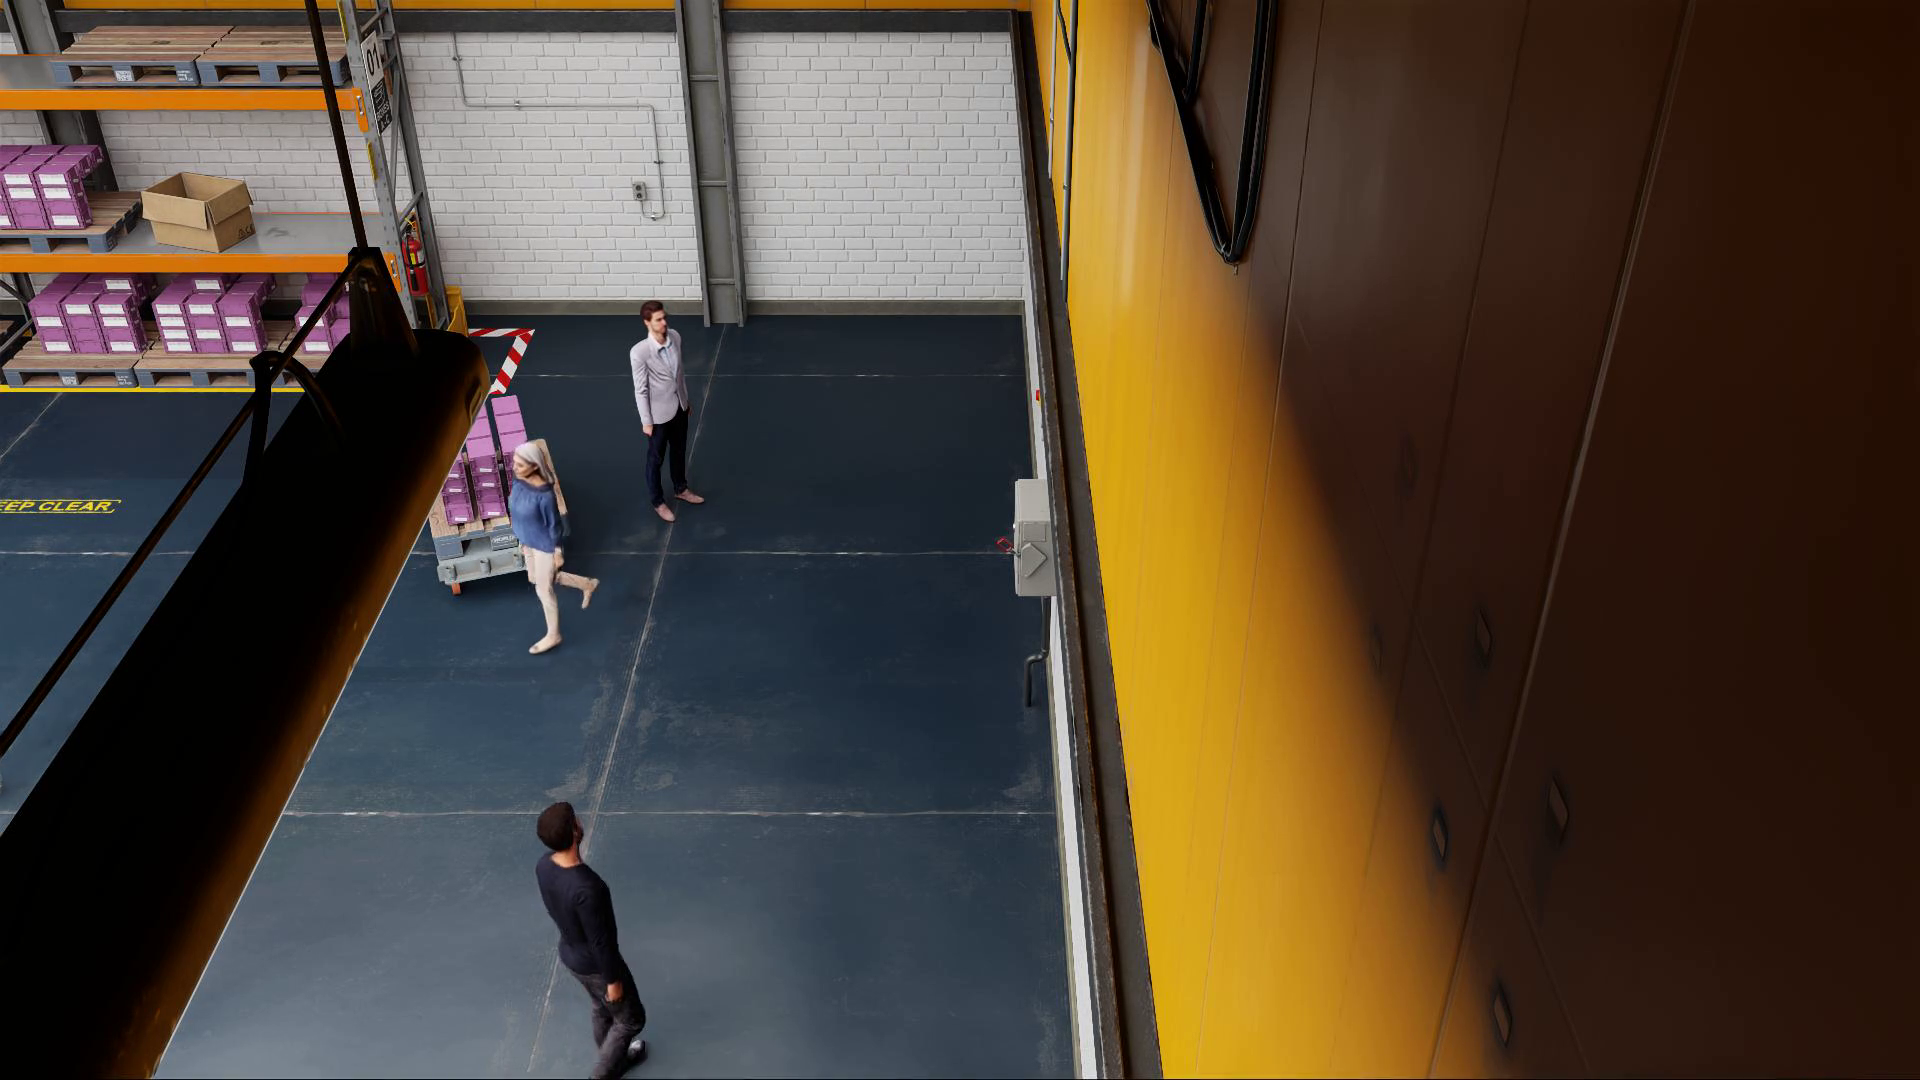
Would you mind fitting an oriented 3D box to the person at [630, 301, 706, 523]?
[{"bbox_3d":[-2.370,-1.067,13.311,0.789,1.857,0.766,22,39,30],"label":"person"}]

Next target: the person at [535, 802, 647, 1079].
[{"bbox_3d":[-1.878,2.166,8.464,0.983,1.839,0.923,-19,38,-26],"label":"person"}]

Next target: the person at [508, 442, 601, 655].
[{"bbox_3d":[-2.908,0.006,11.855,1.011,1.682,0.924,-26,42,-34],"label":"person"}]
